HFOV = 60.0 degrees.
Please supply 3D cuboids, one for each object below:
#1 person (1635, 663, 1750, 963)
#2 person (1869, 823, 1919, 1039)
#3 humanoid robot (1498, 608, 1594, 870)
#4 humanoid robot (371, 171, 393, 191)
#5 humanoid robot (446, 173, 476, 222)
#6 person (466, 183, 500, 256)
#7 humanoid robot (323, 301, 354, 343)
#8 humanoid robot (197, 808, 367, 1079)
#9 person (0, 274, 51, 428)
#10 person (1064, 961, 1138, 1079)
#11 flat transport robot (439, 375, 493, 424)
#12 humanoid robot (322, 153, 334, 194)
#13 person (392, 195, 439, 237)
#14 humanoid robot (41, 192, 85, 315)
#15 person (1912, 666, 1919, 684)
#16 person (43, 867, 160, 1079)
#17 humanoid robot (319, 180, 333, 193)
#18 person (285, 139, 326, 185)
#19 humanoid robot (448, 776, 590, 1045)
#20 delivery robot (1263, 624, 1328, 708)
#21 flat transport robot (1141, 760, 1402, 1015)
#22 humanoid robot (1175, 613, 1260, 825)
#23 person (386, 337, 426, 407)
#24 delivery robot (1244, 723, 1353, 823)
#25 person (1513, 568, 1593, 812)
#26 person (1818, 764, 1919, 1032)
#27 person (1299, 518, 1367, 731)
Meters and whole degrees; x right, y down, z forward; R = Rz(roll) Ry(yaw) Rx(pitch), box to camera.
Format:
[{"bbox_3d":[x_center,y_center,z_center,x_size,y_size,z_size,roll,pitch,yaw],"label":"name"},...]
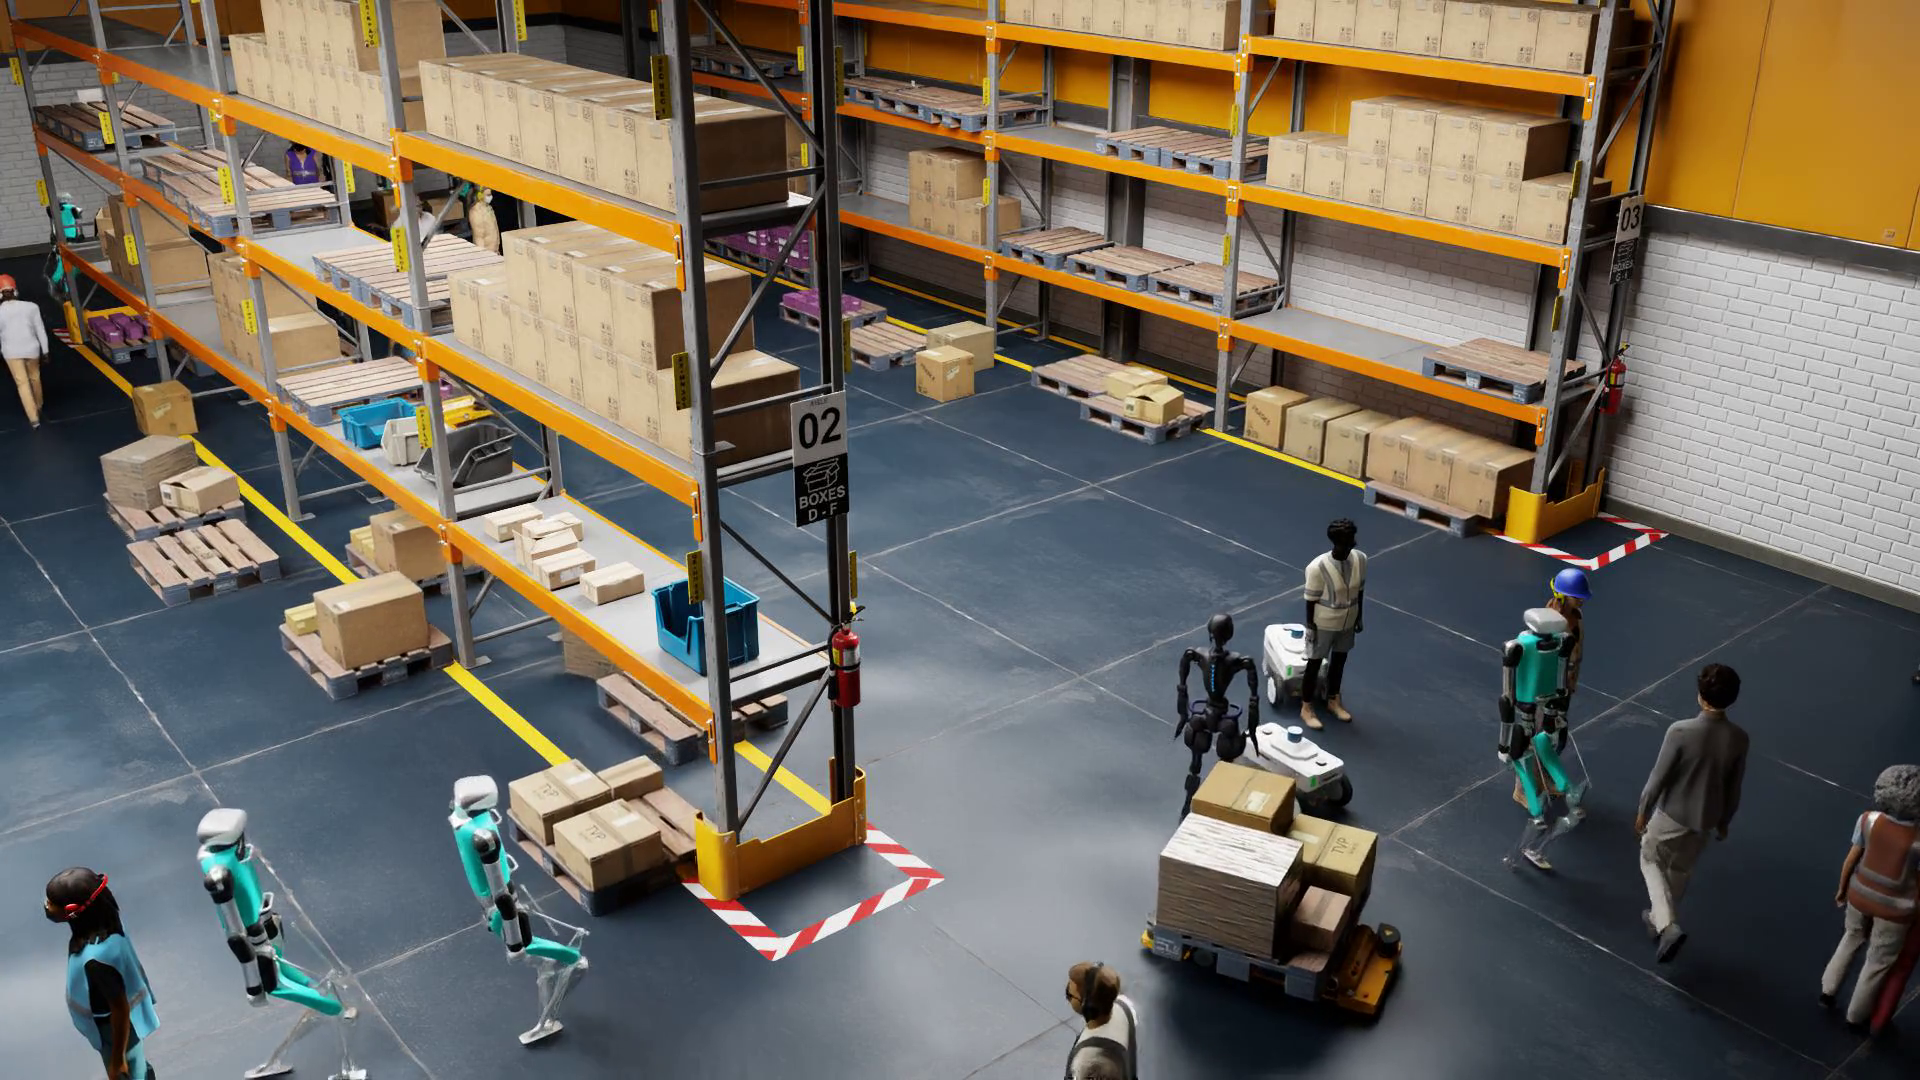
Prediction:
[{"bbox_3d":[4.309,1.646,9.802,0.569,1.871,0.640,2,23,4],"label":"person"},{"bbox_3d":[5.375,2.028,9.073,0.347,1.759,0.520,-18,29,-36],"label":"person"},{"bbox_3d":[3.779,1.373,10.647,0.547,1.804,0.772,-9,25,-21],"label":"humanoid robot"},{"bbox_3d":[-9.452,-5.932,27.564,0.748,1.804,0.538,-10,25,-22],"label":"humanoid robot"},{"bbox_3d":[-8.047,-5.818,27.316,1.035,1.753,0.547,13,26,27],"label":"humanoid robot"},{"bbox_3d":[-6.499,-3.961,22.795,0.413,1.876,0.549,2,23,6],"label":"person"},{"bbox_3d":[-8.080,-3.357,21.645,0.341,1.647,0.593,13,27,27],"label":"humanoid robot"},{"bbox_3d":[-3.482,2.177,8.772,0.863,1.766,0.539,-6,24,-14],"label":"humanoid robot"},{"bbox_3d":[-10.632,-2.151,18.807,0.576,1.707,0.886,-16,28,-33],"label":"person"},{"bbox_3d":[0.682,2.669,7.512,0.797,1.816,0.517,14,27,29],"label":"person"},{"bbox_3d":[-6.121,-1.637,19.435,0.659,0.231,1.431,-21,31,-39],"label":"flat transport robot"},{"bbox_3d":[-10.364,-5.902,27.544,0.612,1.649,0.337,18,29,35],"label":"humanoid robot"},{"bbox_3d":[-7.080,-3.613,21.973,0.676,1.872,0.848,-18,29,-36],"label":"person"},{"bbox_3d":[-12.202,-3.740,22.565,0.542,1.856,0.774,7,24,15],"label":"humanoid robot"},{"bbox_3d":[7.813,0.267,12.945,0.547,1.924,0.387,13,27,28],"label":"person"},{"bbox_3d":[-4.094,2.390,8.094,0.370,1.864,0.540,-12,26,-26],"label":"person"},{"bbox_3d":[-8.989,-4.384,24.061,0.693,1.629,0.608,2,23,4],"label":"humanoid robot"},{"bbox_3d":[-10.418,-5.610,26.577,0.588,1.908,0.452,-8,25,-18],"label":"person"},{"bbox_3d":[-2.336,2.081,9.110,0.724,1.895,0.536,-14,27,-30],"label":"humanoid robot"},{"bbox_3d":[2.633,0.956,13.064,0.499,0.590,0.793,-2,23,-5],"label":"delivery robot"},{"bbox_3d":[1.881,2.413,10.055,1.431,0.231,0.659,11,26,25],"label":"flat transport robot"},{"bbox_3d":[1.711,1.220,11.032,0.586,1.648,0.398,9,25,19],"label":"humanoid robot"},{"bbox_3d":[-6.163,-2.134,18.733,0.527,1.722,0.839,-18,29,-36],"label":"person"},{"bbox_3d":[2.334,1.600,11.589,0.506,0.604,0.775,-16,28,-32],"label":"delivery robot"},{"bbox_3d":[4.079,1.008,11.405,0.466,1.778,0.309,-21,31,-40],"label":"person"},{"bbox_3d":[5.135,2.003,9.223,0.357,1.678,0.454,-16,28,-32],"label":"person"},{"bbox_3d":[2.789,0.610,12.432,0.533,1.692,0.320,-11,26,-24],"label":"person"}]
